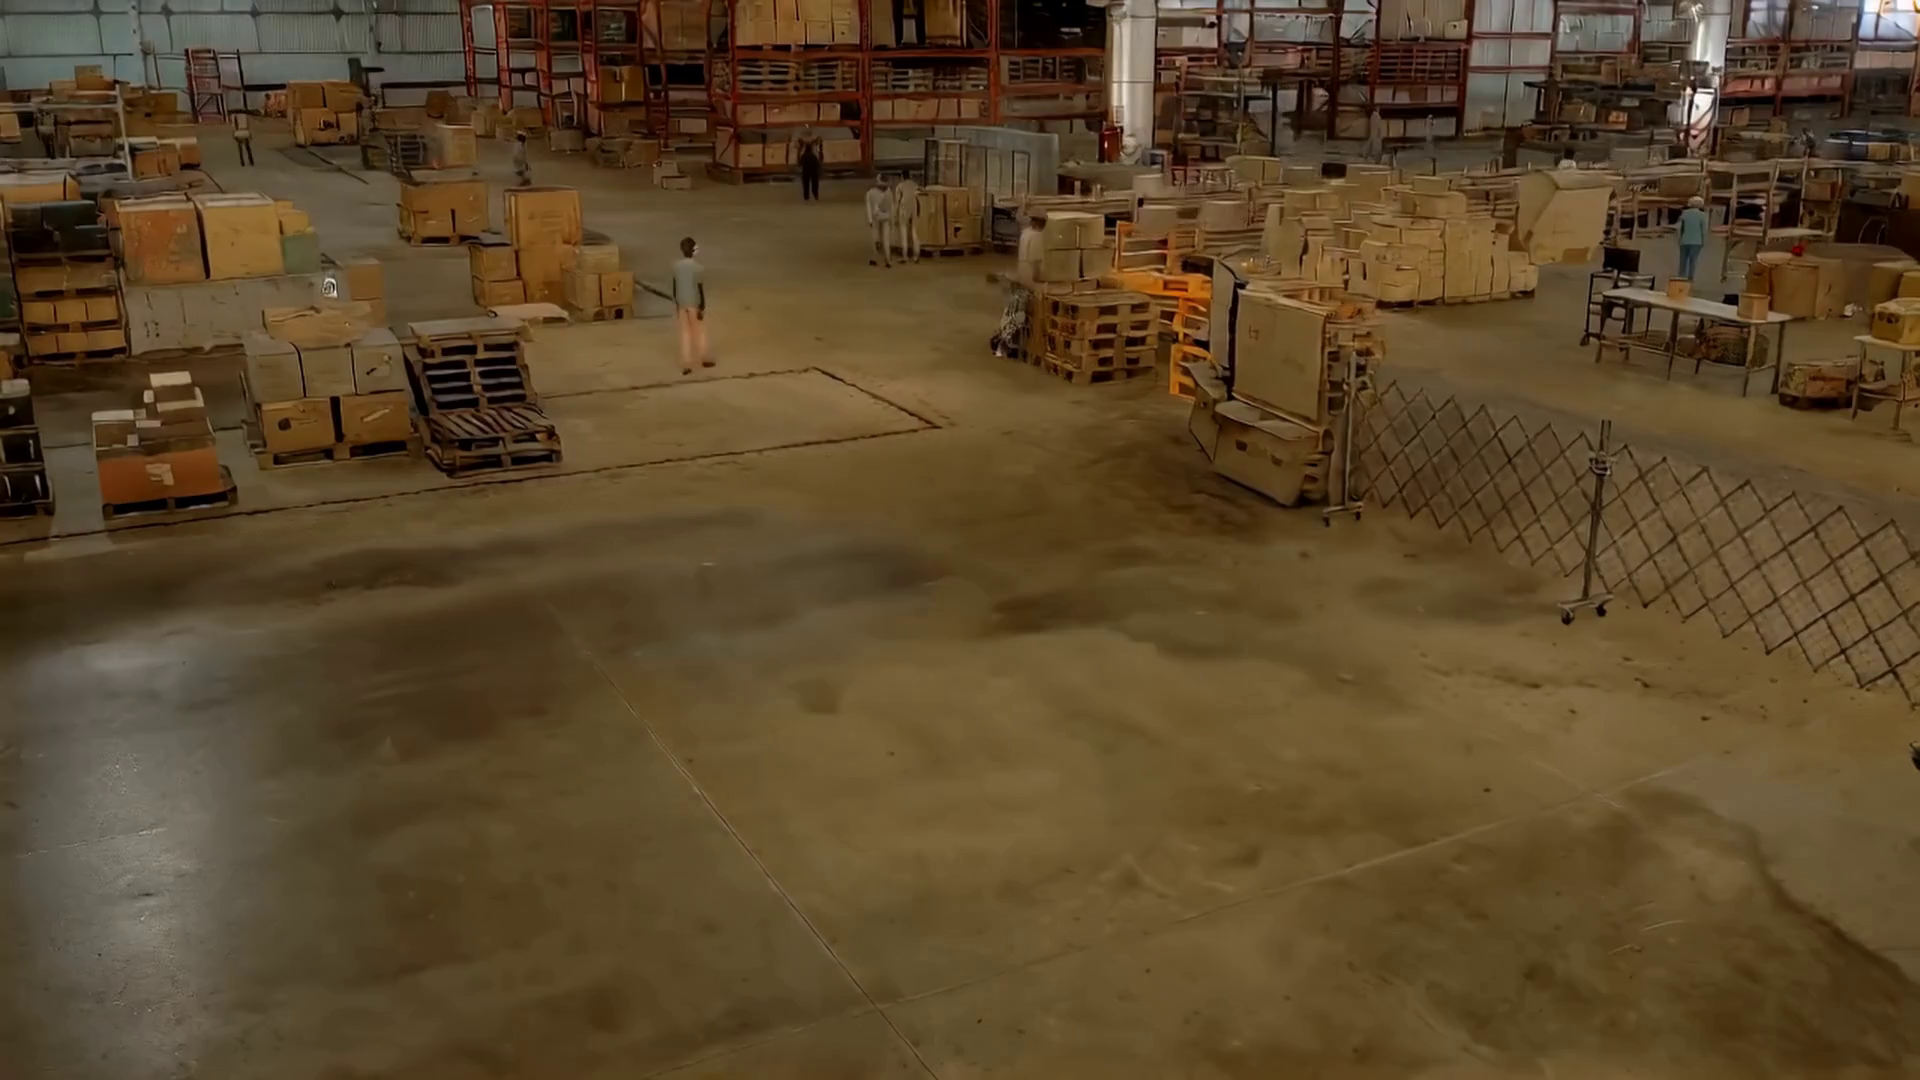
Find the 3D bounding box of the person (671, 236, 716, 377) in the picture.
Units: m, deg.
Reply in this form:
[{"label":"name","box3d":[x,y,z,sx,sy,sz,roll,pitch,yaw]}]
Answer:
[{"label":"person","box3d":[-3.611,-3.156,22.354,0.530,1.832,0.879,4,18,12]}]

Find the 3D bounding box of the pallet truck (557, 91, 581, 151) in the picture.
[{"label":"pallet truck","box3d":[-13.495,-14.412,57.188,0.823,1.965,1.885,-3,18,-9]}]

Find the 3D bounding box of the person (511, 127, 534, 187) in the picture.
[{"label":"person","box3d":[-10.840,-9.255,41.236,0.403,1.917,0.564,7,19,20]}]

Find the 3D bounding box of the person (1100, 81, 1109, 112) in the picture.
[{"label":"person","box3d":[5.956,-17.596,67.288,0.550,1.891,0.962,-9,20,-26]}]

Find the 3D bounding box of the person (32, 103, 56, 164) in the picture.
[{"label":"person","box3d":[-28.720,-12.747,52.198,0.599,1.874,0.979,-8,19,-22]}]

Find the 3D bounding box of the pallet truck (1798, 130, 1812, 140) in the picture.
[{"label":"pallet truck","box3d":[25.526,-11.556,49.408,1.630,1.274,0.653,-9,20,-26]}]

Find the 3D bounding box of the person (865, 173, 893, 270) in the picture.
[{"label":"person","box3d":[-1.524,-6.033,31.431,0.577,1.783,0.849,-8,20,-24]}]

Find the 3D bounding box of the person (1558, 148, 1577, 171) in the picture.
[{"label":"person","box3d":[13.844,-8.122,38.103,0.769,1.669,0.539,-7,19,-20]}]

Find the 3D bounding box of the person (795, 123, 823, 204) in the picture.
[{"label":"person","box3d":[-3.780,-9.506,41.823,0.701,2.000,1.004,0,18,0]}]

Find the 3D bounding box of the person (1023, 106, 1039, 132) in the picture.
[{"label":"person","box3d":[2.266,-13.092,53.556,0.529,1.697,0.321,6,19,19]}]

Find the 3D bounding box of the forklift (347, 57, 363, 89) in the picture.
[{"label":"forklift","box3d":[-24.244,-17.999,66.949,1.873,2.768,1.129,-4,18,-11]}]

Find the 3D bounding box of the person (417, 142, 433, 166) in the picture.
[{"label":"person","box3d":[-12.863,-8.756,40.112,0.535,1.653,0.856,9,20,26]}]

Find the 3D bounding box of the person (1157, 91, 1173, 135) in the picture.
[{"label":"person","box3d":[7.921,-16.521,63.950,0.650,1.887,0.788,-9,20,-25]}]

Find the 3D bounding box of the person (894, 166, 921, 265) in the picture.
[{"label":"person","box3d":[-1.004,-6.188,31.776,0.521,1.860,0.328,-6,19,-18]}]

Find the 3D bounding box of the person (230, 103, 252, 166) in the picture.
[{"label":"person","box3d":[-22.233,-12.550,51.501,0.572,1.922,0.574,-11,21,-30]}]

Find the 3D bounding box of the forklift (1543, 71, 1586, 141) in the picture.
[{"label":"forklift","box3d":[18.685,-13.231,52.085,1.873,2.768,1.129,-9,20,-26]}]

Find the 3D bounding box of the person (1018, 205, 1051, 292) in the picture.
[{"label":"person","box3d":[1.085,-3.895,24.370,0.582,2.011,0.641,-5,18,-16]}]

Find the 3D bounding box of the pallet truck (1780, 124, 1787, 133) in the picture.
[{"label":"pallet truck","box3d":[25.206,-12.542,52.601,1.601,1.201,0.680,0,18,-2]}]

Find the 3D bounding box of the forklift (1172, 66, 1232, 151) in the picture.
[{"label":"forklift","box3d":[8.278,-14.712,56.702,1.873,2.768,1.129,-2,18,-7]}]

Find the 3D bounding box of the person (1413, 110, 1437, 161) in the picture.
[{"label":"person","box3d":[14.977,-12.947,53.255,0.820,1.592,0.513,-2,18,-5]}]

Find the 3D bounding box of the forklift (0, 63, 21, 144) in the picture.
[{"label":"forklift","box3d":[-34.572,-15.629,59.561,1.129,2.768,1.873,-12,22,-34]}]

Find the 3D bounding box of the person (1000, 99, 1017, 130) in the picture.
[{"label":"person","box3d":[1.584,-13.563,54.783,1.006,1.859,0.669,-13,22,-35]}]

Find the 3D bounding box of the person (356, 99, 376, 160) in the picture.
[{"label":"person","box3d":[-19.101,-13.238,53.684,0.363,1.931,0.812,8,19,23]}]

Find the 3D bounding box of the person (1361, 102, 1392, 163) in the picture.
[{"label":"person","box3d":[13.217,-12.884,52.595,1.009,1.883,0.654,3,18,10]}]

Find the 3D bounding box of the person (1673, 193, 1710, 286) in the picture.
[{"label":"person","box3d":[12.531,-5.069,28.504,0.541,1.726,0.900,9,20,26]}]
